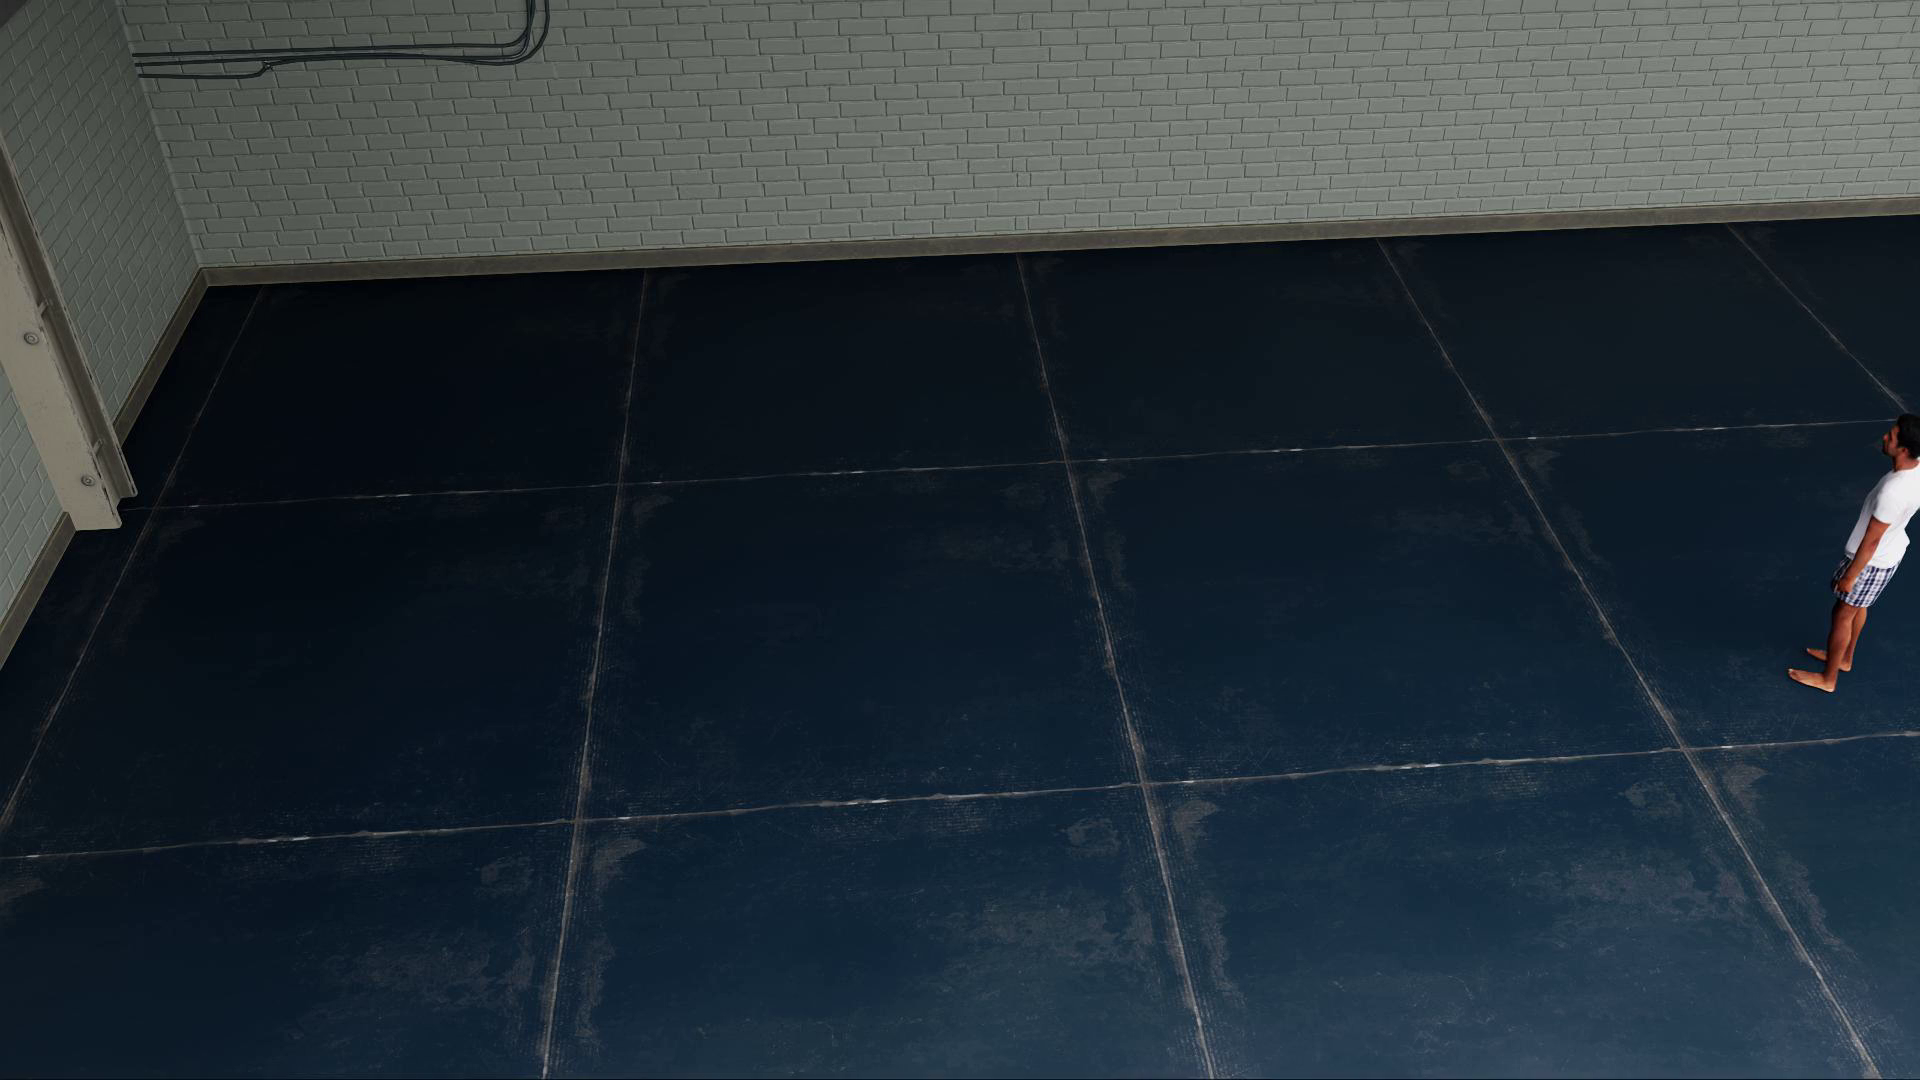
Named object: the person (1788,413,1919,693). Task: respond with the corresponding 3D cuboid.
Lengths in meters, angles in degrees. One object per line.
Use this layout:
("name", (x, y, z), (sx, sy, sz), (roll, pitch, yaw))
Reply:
("person", (4.980, 0.082, 9.075), (0.755, 1.727, 0.703), (29, 47, 32))
